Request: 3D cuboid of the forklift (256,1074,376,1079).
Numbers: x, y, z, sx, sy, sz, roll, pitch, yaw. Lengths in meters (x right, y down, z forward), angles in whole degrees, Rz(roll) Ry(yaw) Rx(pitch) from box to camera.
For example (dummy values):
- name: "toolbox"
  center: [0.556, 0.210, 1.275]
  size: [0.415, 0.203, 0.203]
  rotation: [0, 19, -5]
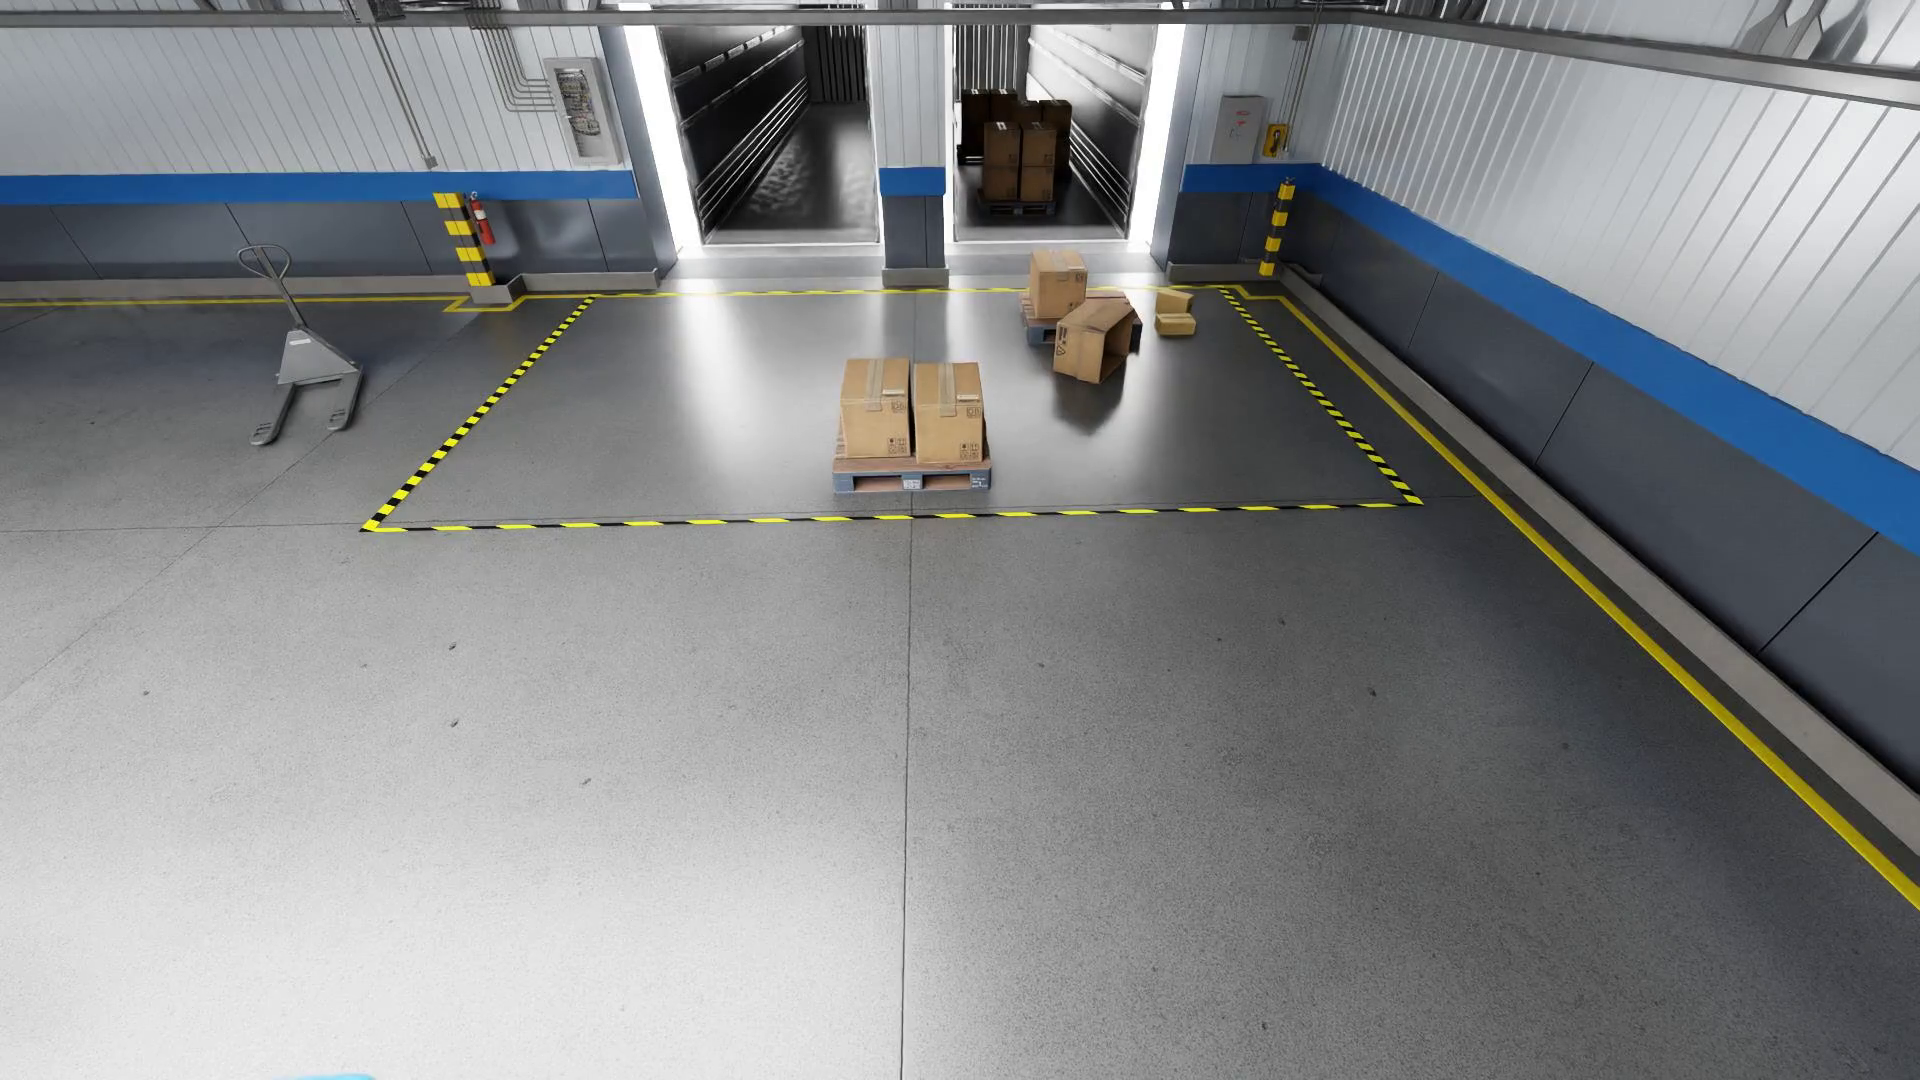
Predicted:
- name: "forklift"
  center: [-1.965, 1.580, 1.546]
  size: [0.716, 2.013, 0.776]
  rotation: [-2, 39, -2]

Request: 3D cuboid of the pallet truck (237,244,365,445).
- name: "pallet truck"
  center: [-5.915, -1.733, 6.366]
  size: [0.680, 1.201, 1.601]
  rotation: [-18, 42, -21]
